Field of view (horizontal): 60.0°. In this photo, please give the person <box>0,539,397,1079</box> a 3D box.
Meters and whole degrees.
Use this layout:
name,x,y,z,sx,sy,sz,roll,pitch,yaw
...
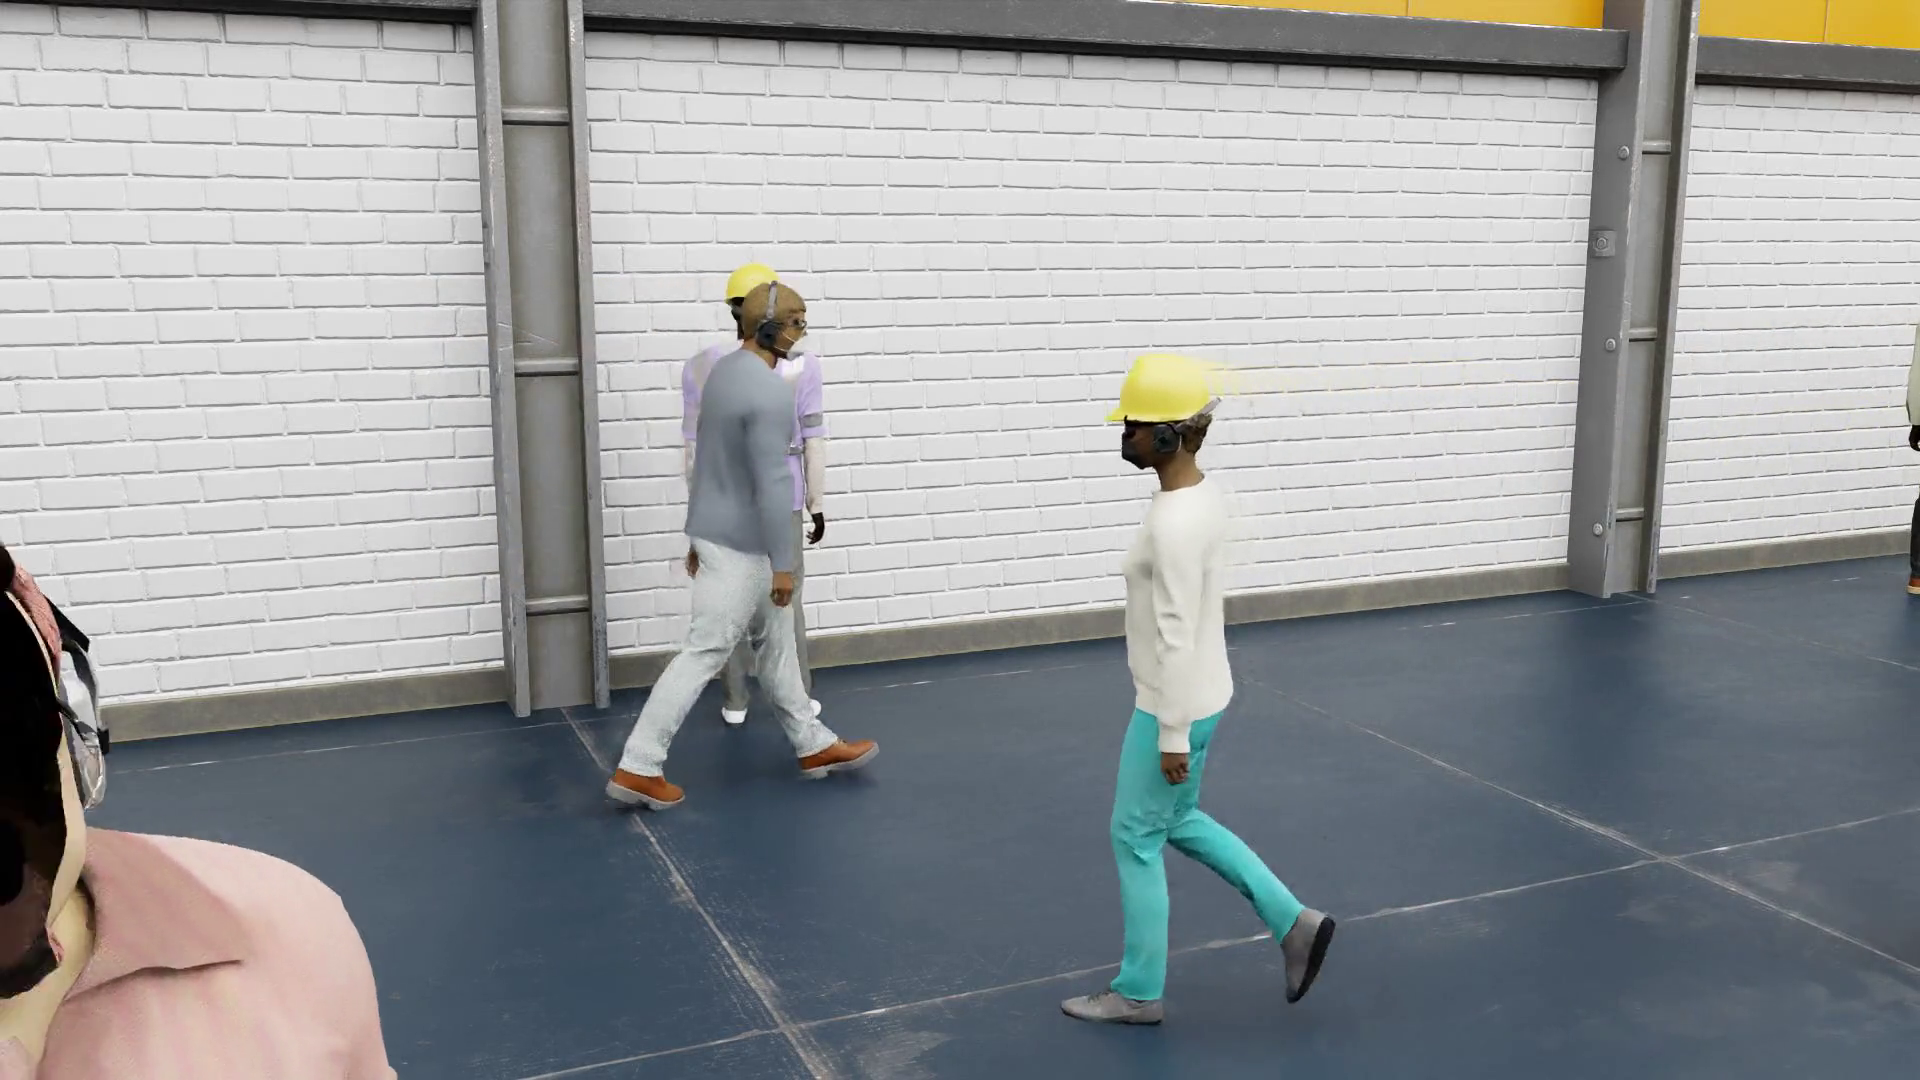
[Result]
name,x,y,z,sx,sy,sz,roll,pitch,yaw
person,-0.670,0.885,1.214,0.957,1.869,0.647,6,12,30

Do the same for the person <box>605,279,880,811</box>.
name,x,y,z,sx,sy,sz,roll,pitch,yaw
person,-0.823,0.020,5.959,1.042,1.883,0.671,-4,11,-20

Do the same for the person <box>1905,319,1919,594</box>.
name,x,y,z,sx,sy,sz,roll,pitch,yaw
person,5.661,-0.653,9.350,0.401,1.983,0.623,-7,13,-35

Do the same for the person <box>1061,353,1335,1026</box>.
name,x,y,z,sx,sy,sz,roll,pitch,yaw
person,0.604,0.403,4.186,0.603,1.748,0.535,3,11,17

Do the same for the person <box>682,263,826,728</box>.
name,x,y,z,sx,sy,sz,roll,pitch,yaw
person,-0.841,-0.173,6.887,0.586,1.921,0.383,1,10,3
